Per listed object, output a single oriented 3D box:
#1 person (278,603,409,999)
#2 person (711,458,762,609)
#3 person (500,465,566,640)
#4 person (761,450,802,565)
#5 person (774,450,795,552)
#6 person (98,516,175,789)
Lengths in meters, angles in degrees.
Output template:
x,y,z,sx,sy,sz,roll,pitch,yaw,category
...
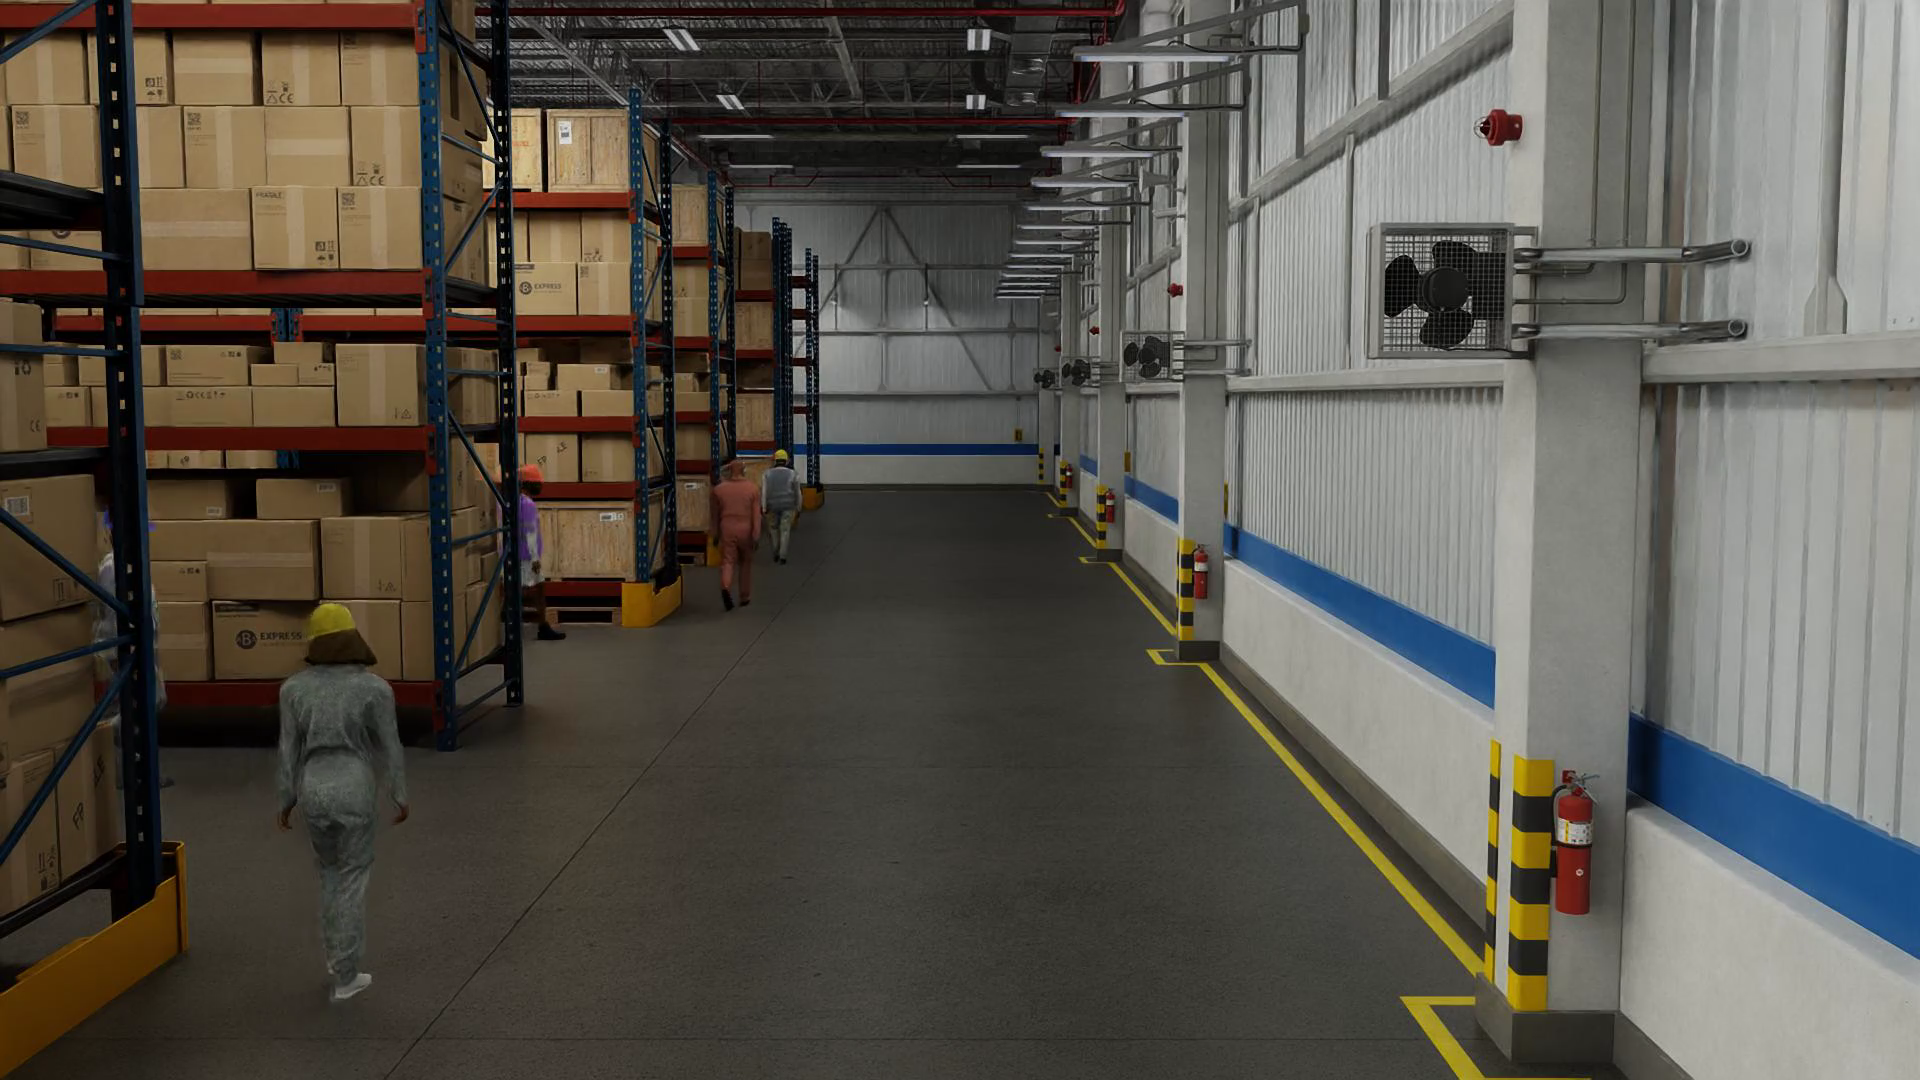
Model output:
x,y,z,sx,sy,sz,roll,pitch,yaw,category
-2.716,1.135,7.381,0.536,1.709,0.567,0,5,0,person
-2.781,-0.075,20.623,0.640,1.880,0.820,0,5,2,person
-4.679,0.151,17.753,0.822,1.919,0.551,-1,5,-14,person
-2.800,-0.519,26.229,0.624,1.786,0.901,0,5,0,person
-3.028,-0.662,28.254,0.570,1.732,0.460,-5,7,-44,person
-5.570,0.713,11.063,0.519,1.932,0.613,-1,5,-9,person
